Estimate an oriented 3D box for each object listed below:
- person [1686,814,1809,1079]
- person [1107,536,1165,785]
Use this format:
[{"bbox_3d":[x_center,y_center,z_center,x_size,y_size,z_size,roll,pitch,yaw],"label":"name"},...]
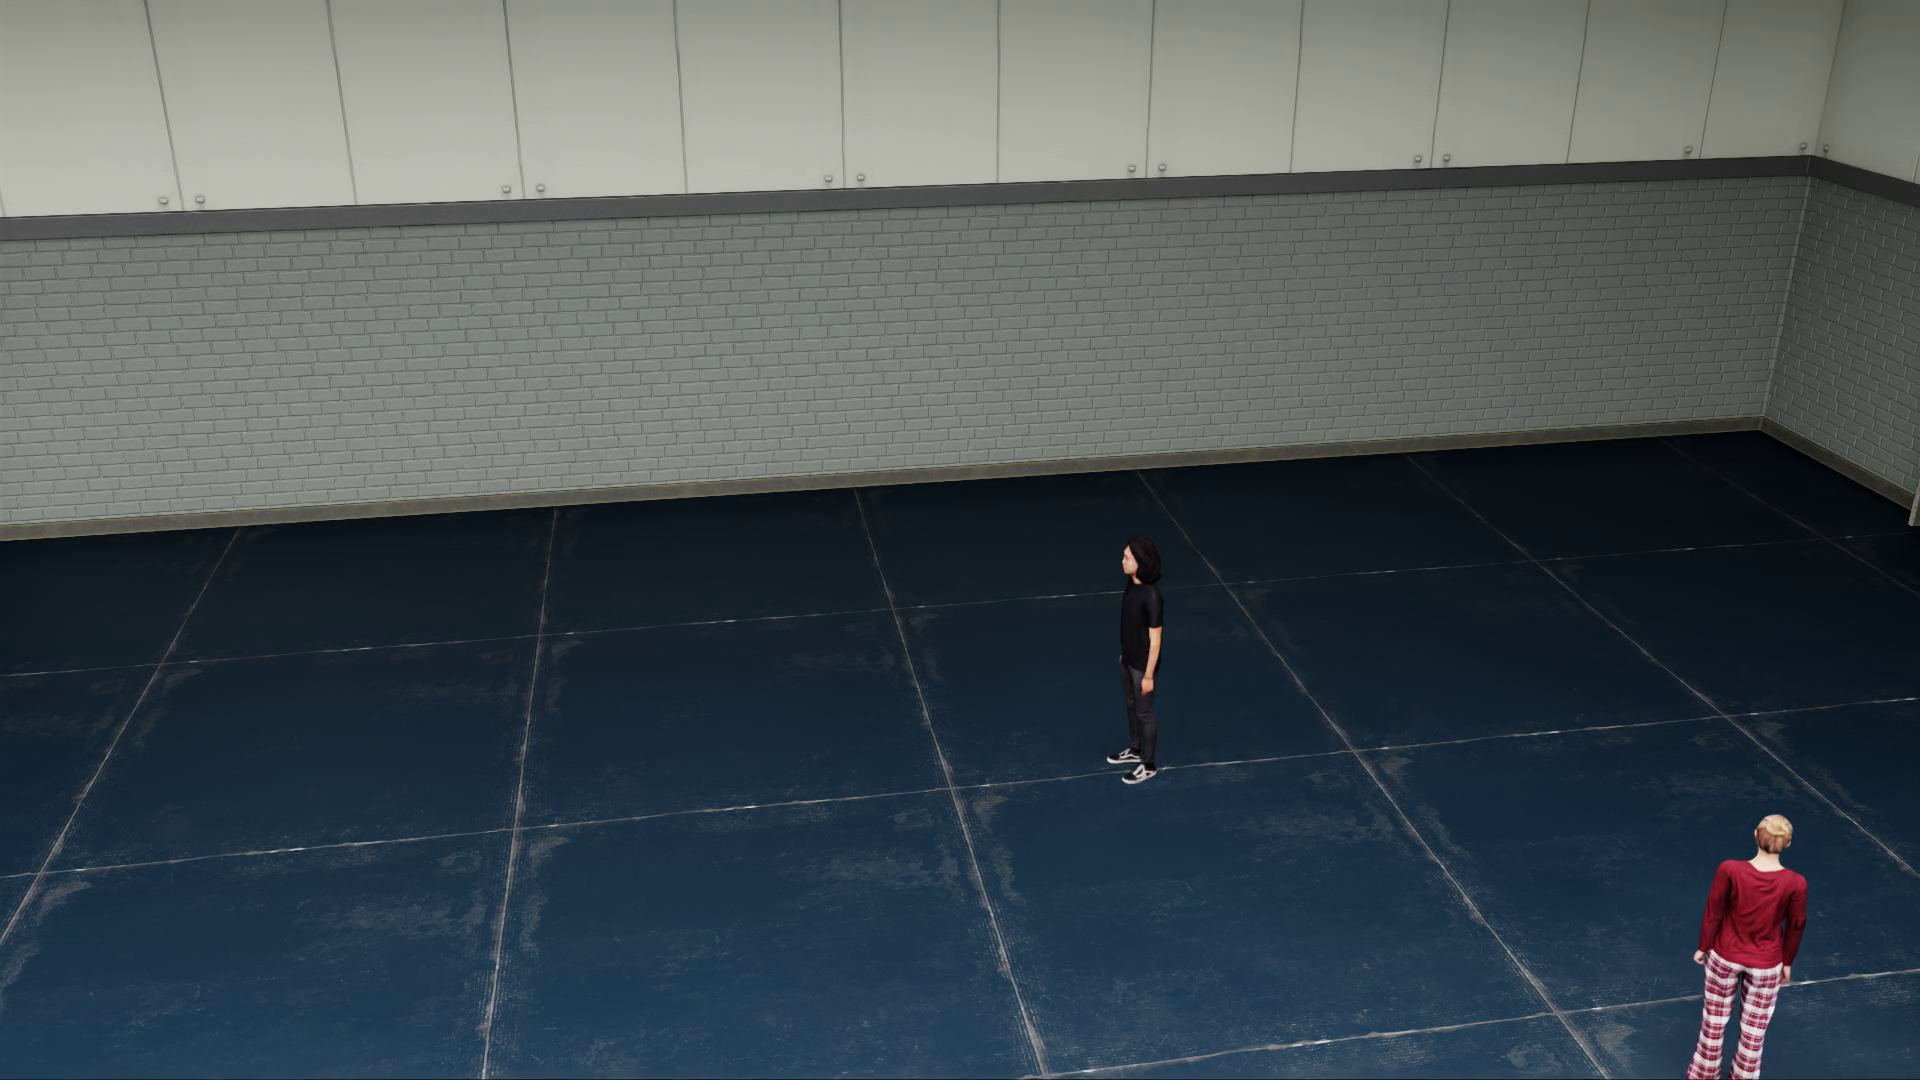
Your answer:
[{"bbox_3d":[4.083,2.150,8.637,0.693,1.700,0.693,9,25,20],"label":"person"},{"bbox_3d":[1.264,0.812,11.610,0.717,1.834,0.477,-6,24,-14],"label":"person"}]
